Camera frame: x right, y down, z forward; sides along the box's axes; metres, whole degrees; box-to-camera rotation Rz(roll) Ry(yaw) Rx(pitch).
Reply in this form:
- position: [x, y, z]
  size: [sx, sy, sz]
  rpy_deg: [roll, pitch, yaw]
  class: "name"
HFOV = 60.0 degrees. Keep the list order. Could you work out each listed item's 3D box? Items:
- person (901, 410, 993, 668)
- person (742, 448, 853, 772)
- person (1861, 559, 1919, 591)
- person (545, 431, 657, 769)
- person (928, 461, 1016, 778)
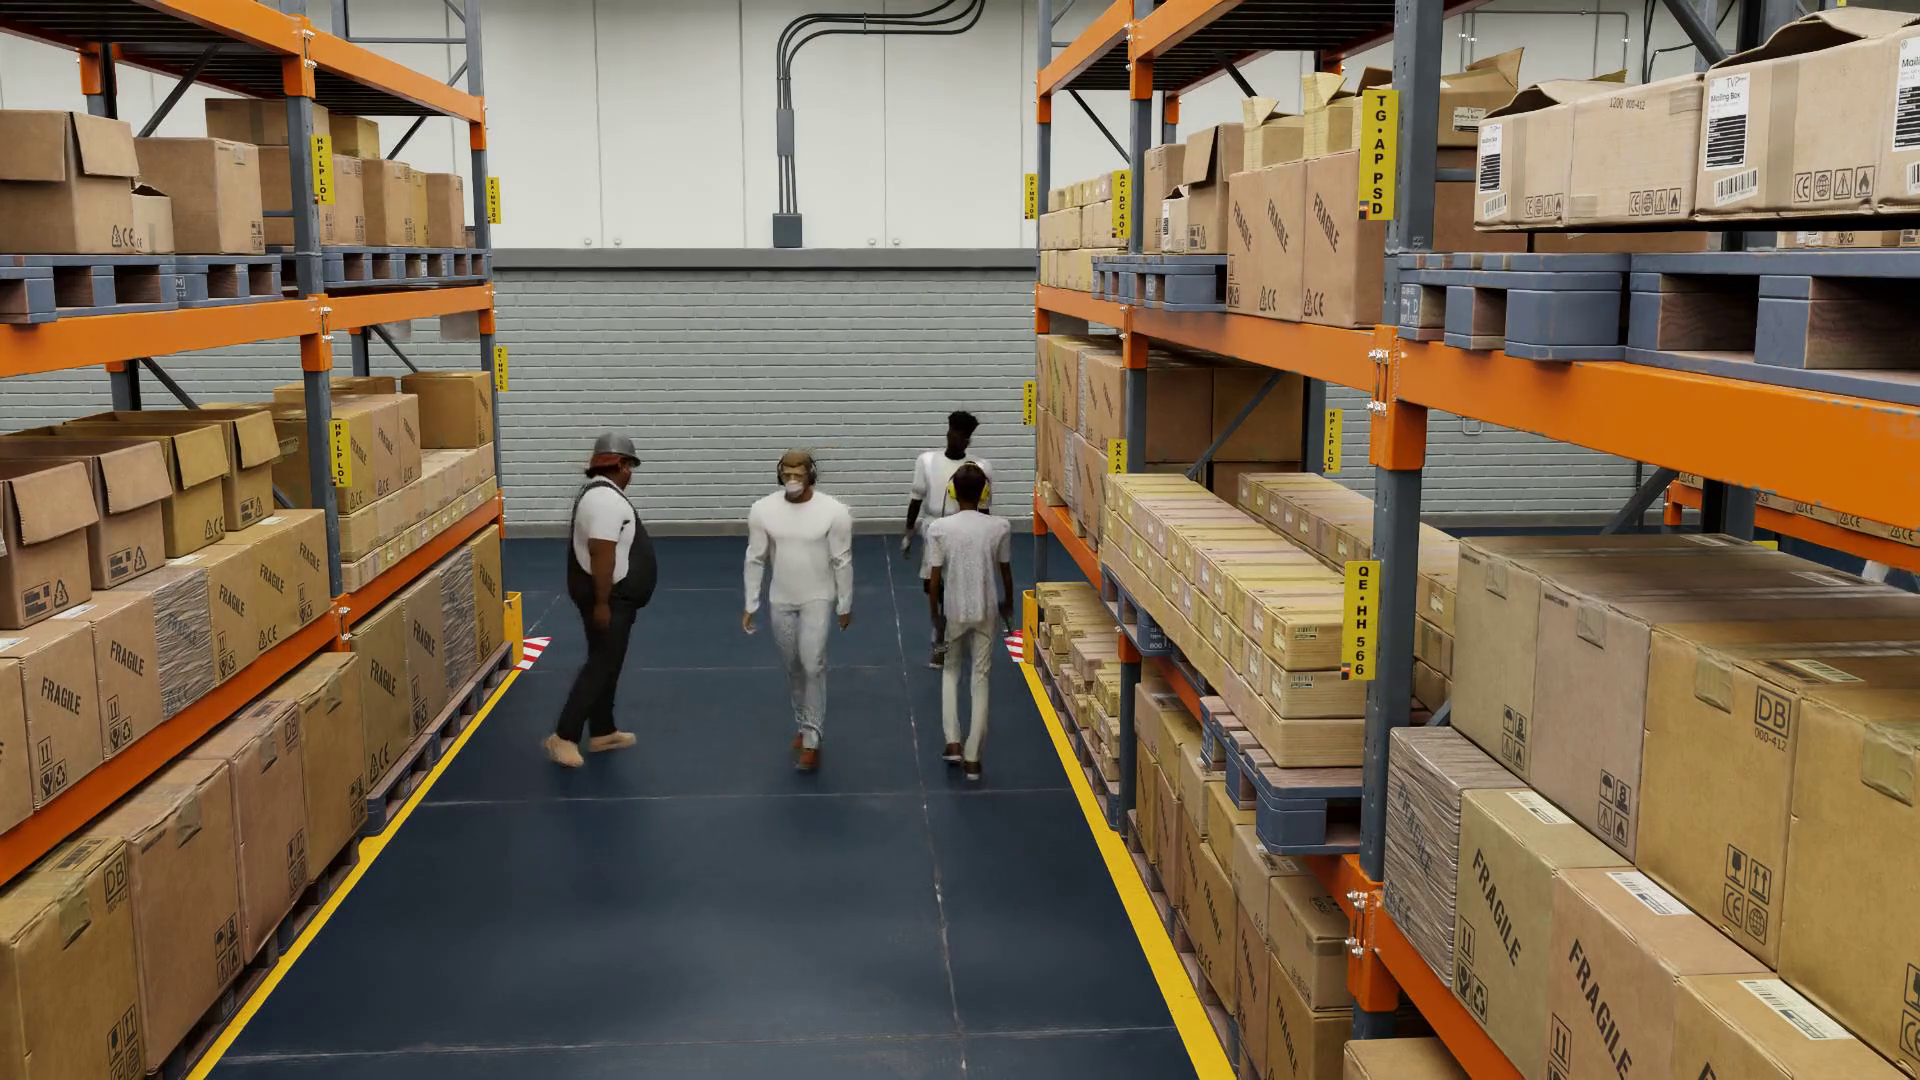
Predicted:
- position: [-0.069, -0.042, 12.540]
  size: [0.687, 1.922, 0.800]
  rpy_deg: [3, 10, 16]
  class: "person"
- position: [-0.988, 0.412, 9.934]
  size: [0.636, 1.905, 0.868]
  rpy_deg: [3, 10, 15]
  class: "person"
- position: [7.668, -0.149, 13.621]
  size: [0.968, 1.769, 0.637]
  rpy_deg: [2, 10, 14]
  class: "person"
- position: [-2.217, 0.309, 10.127]
  size: [0.740, 2.000, 0.747]
  rpy_deg: [-3, 10, -18]
  class: "person"
- position: [0.076, 0.451, 9.853]
  size: [0.525, 1.849, 0.637]
  rpy_deg: [0, 10, 0]
  class: "person"
